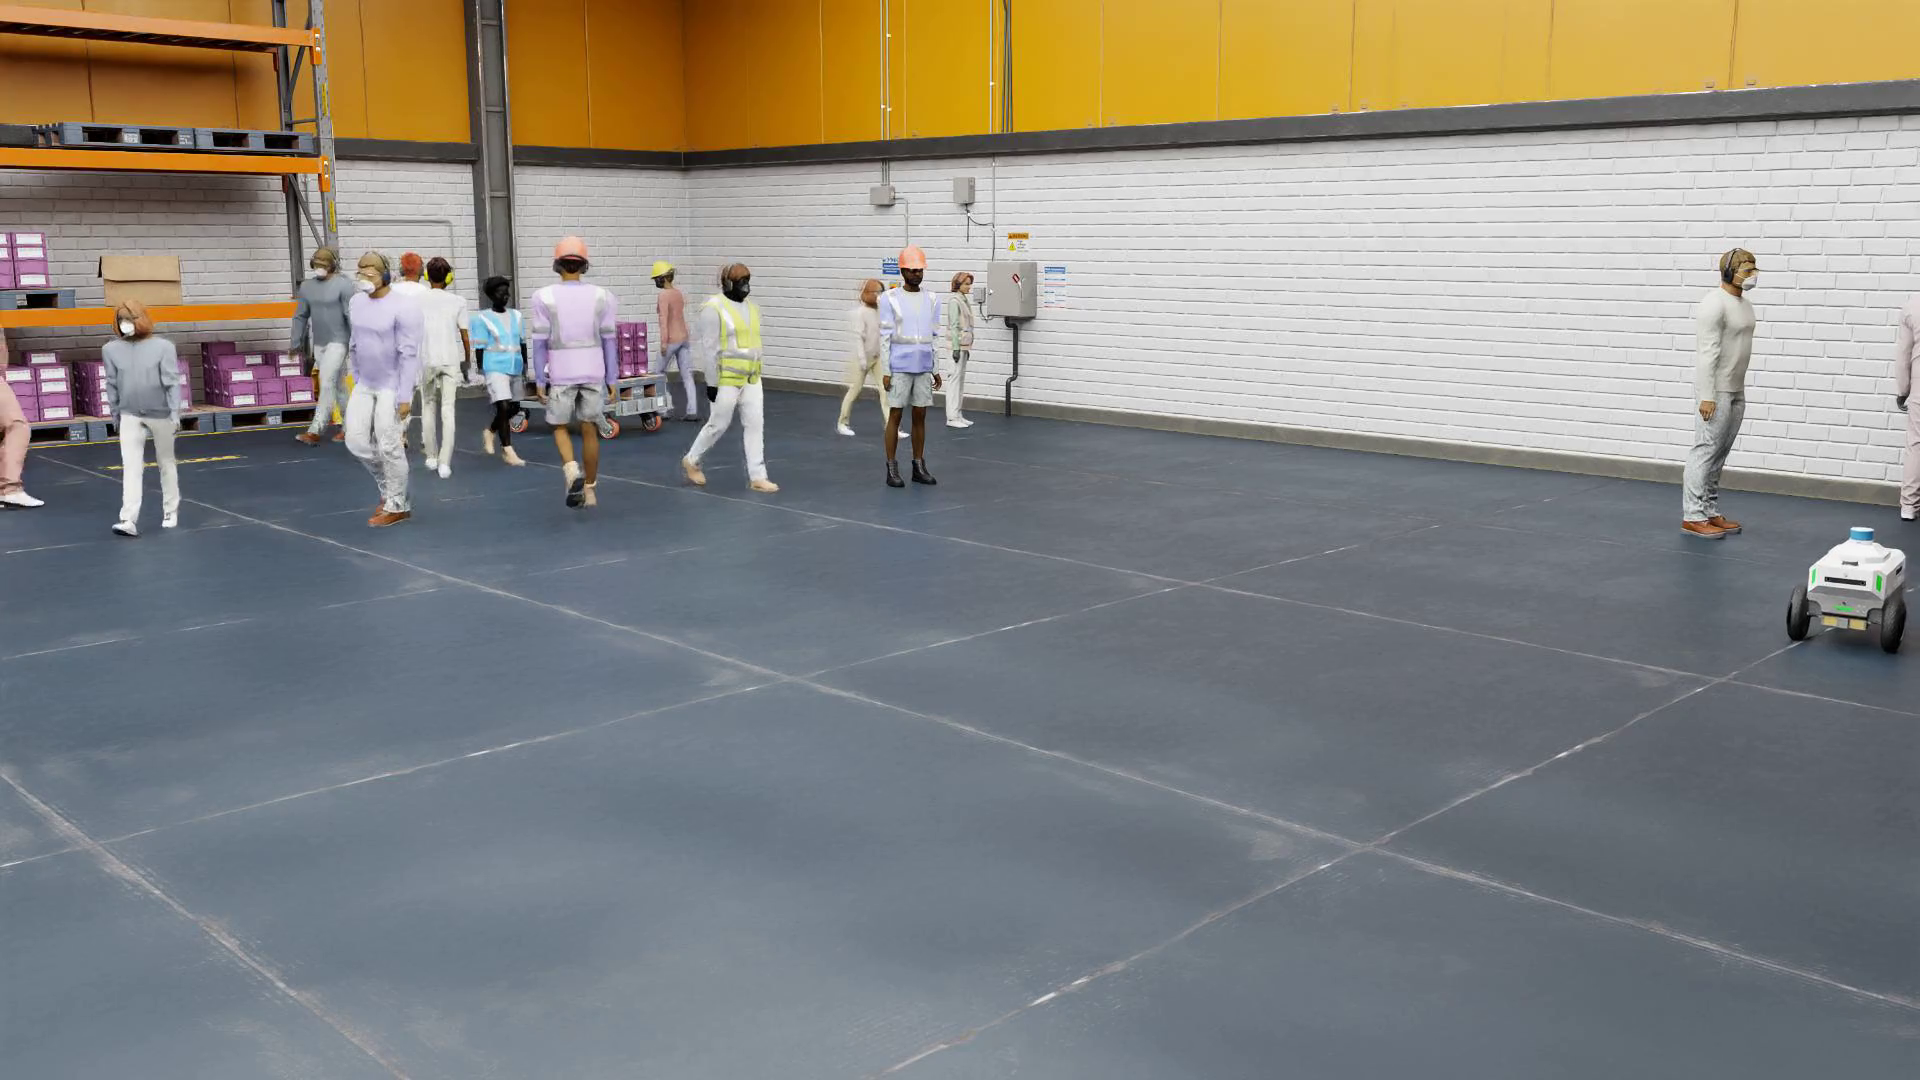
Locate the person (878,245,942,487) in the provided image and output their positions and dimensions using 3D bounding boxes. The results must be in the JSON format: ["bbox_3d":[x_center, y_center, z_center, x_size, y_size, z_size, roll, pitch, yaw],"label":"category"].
[{"bbox_3d":[-0.387,-1.398,13.446,0.546,1.939,0.375,-5,12,-26],"label":"person"}]

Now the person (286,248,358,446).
[{"bbox_3d":[-6.149,-1.842,15.988,0.667,1.883,0.971,5,12,26],"label":"person"}]

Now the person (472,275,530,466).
[{"bbox_3d":[-4.105,-1.508,14.769,0.720,1.677,0.540,8,13,37],"label":"person"}]

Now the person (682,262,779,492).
[{"bbox_3d":[-1.852,-1.293,13.230,0.852,1.820,0.637,8,13,36],"label":"person"}]

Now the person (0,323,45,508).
[{"bbox_3d":[-7.128,-1.151,12.240,0.653,1.891,0.621,7,13,35],"label":"person"}]

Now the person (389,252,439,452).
[{"bbox_3d":[-5.055,-1.720,15.387,0.596,1.871,0.524,0,10,-1],"label":"person"}]

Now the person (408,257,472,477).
[{"bbox_3d":[-4.446,-1.478,14.171,0.534,1.829,0.844,-3,11,-15],"label":"person"}]

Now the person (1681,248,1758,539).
[{"bbox_3d":[5.131,-0.988,11.207,0.355,1.937,0.634,10,14,43],"label":"person"}]

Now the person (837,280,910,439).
[{"bbox_3d":[-0.920,-1.818,16.704,0.865,1.585,0.516,8,13,38],"label":"person"}]

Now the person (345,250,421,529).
[{"bbox_3d":[-3.975,-1.016,11.447,0.657,1.906,0.424,6,12,29],"label":"person"}]

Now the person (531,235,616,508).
[{"bbox_3d":[-2.802,-1.201,12.158,0.612,2.029,0.597,-4,11,-22],"label":"person"}]

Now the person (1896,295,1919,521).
[{"bbox_3d":[6.925,-1.055,11.681,0.636,1.902,0.406,10,14,43],"label":"person"}]

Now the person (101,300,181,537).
[{"bbox_3d":[-5.515,-0.820,11.243,0.520,1.581,0.857,-2,11,-9],"label":"person"}]

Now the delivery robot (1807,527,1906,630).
[{"bbox_3d":[4.513,0.180,8.362,0.477,0.478,0.707,8,13,36],"label":"delivery robot"}]

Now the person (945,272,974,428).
[{"bbox_3d":[-0.003,-2.010,17.606,0.314,1.636,0.516,2,11,12],"label":"person"}]

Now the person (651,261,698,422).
[{"bbox_3d":[-3.171,-2.142,18.030,0.677,1.735,0.573,4,11,22],"label":"person"}]
